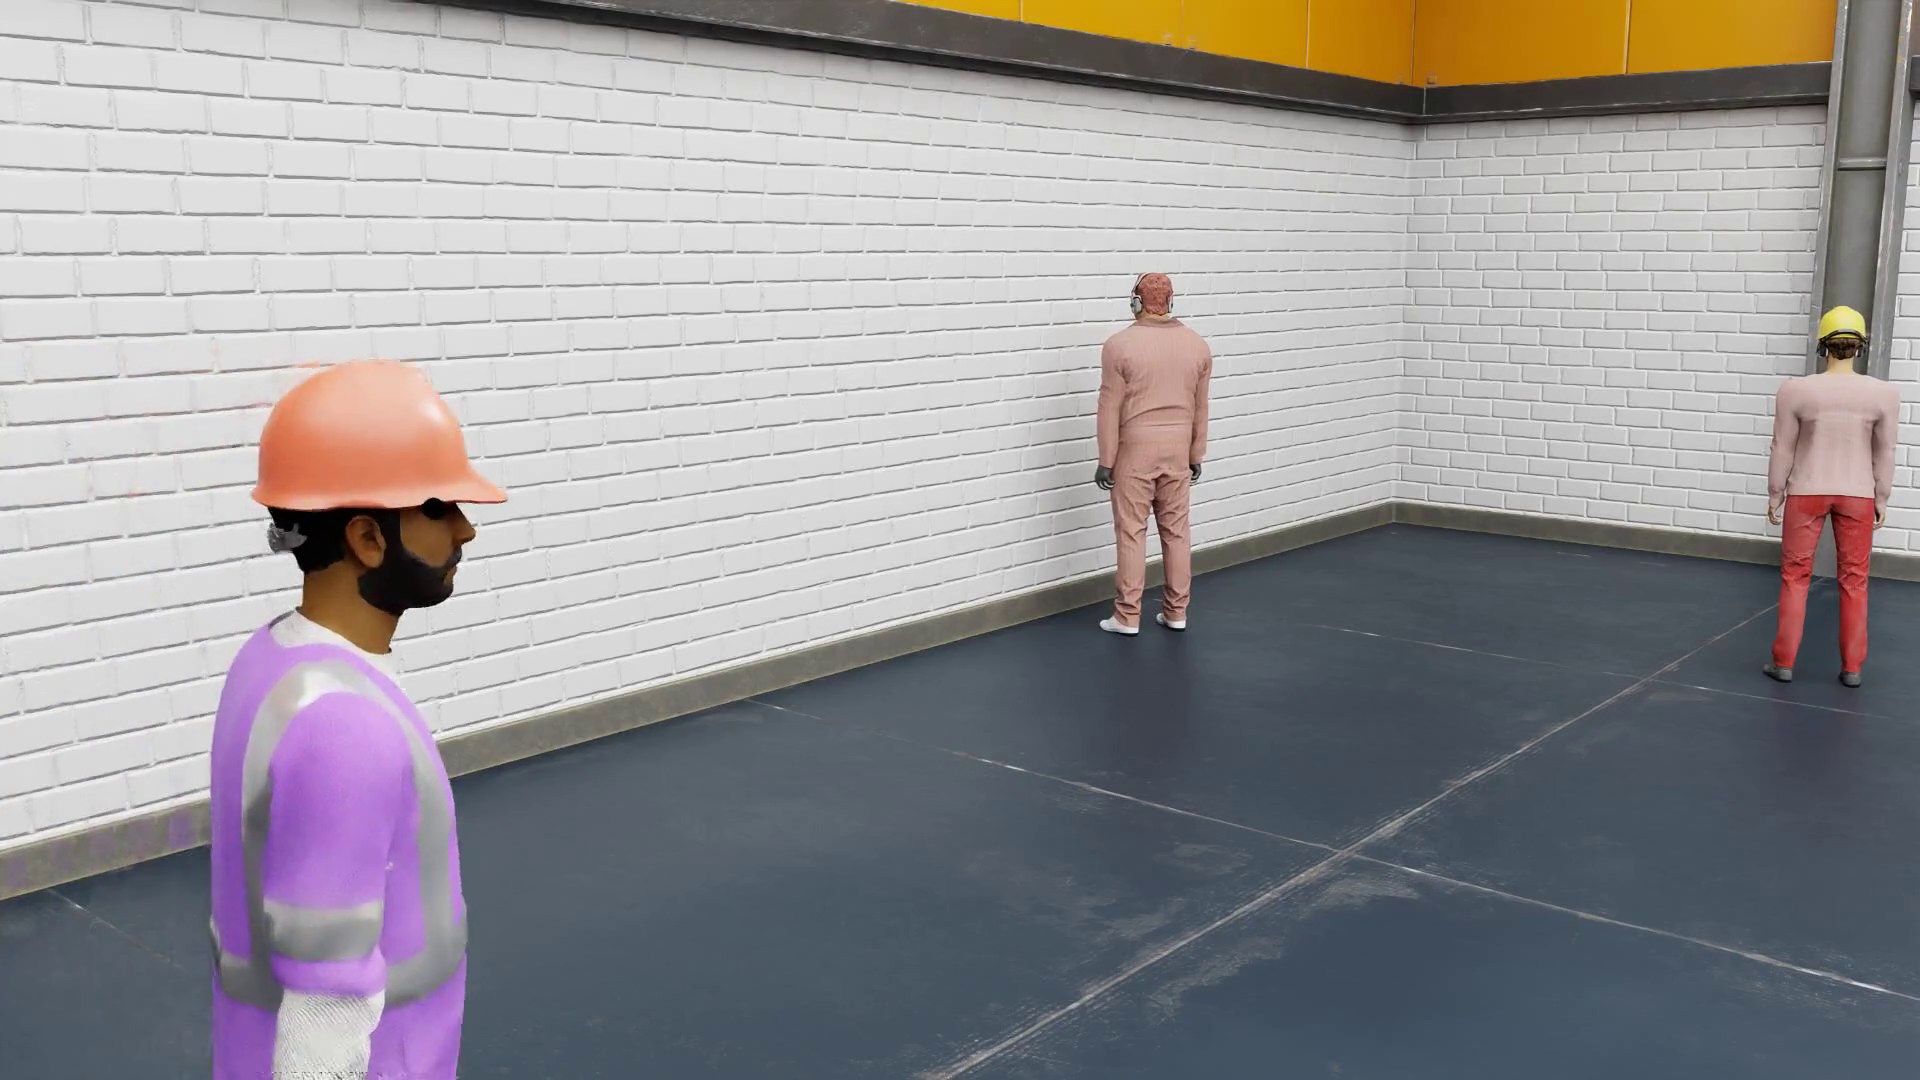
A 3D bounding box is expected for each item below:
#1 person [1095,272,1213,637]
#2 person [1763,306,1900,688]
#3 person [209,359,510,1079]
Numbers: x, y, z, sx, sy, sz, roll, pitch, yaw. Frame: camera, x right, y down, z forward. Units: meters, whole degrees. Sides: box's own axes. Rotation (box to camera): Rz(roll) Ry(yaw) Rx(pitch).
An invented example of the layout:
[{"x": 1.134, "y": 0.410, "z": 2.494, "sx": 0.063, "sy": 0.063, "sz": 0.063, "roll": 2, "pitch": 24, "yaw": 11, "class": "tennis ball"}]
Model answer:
[{"x": 0.994, "y": -0.447, "z": 8.736, "sx": 0.641, "sy": 1.903, "sz": 0.402, "roll": -5, "pitch": 11, "yaw": -24, "class": "person"}, {"x": 4.033, "y": -0.198, "z": 7.727, "sx": 0.521, "sy": 1.758, "sz": 0.349, "roll": 4, "pitch": 11, "yaw": 19, "class": "person"}, {"x": -0.801, "y": 0.709, "z": 2.196, "sx": 0.998, "sy": 1.889, "sz": 0.581, "roll": -6, "pitch": 11, "yaw": -29, "class": "person"}]
